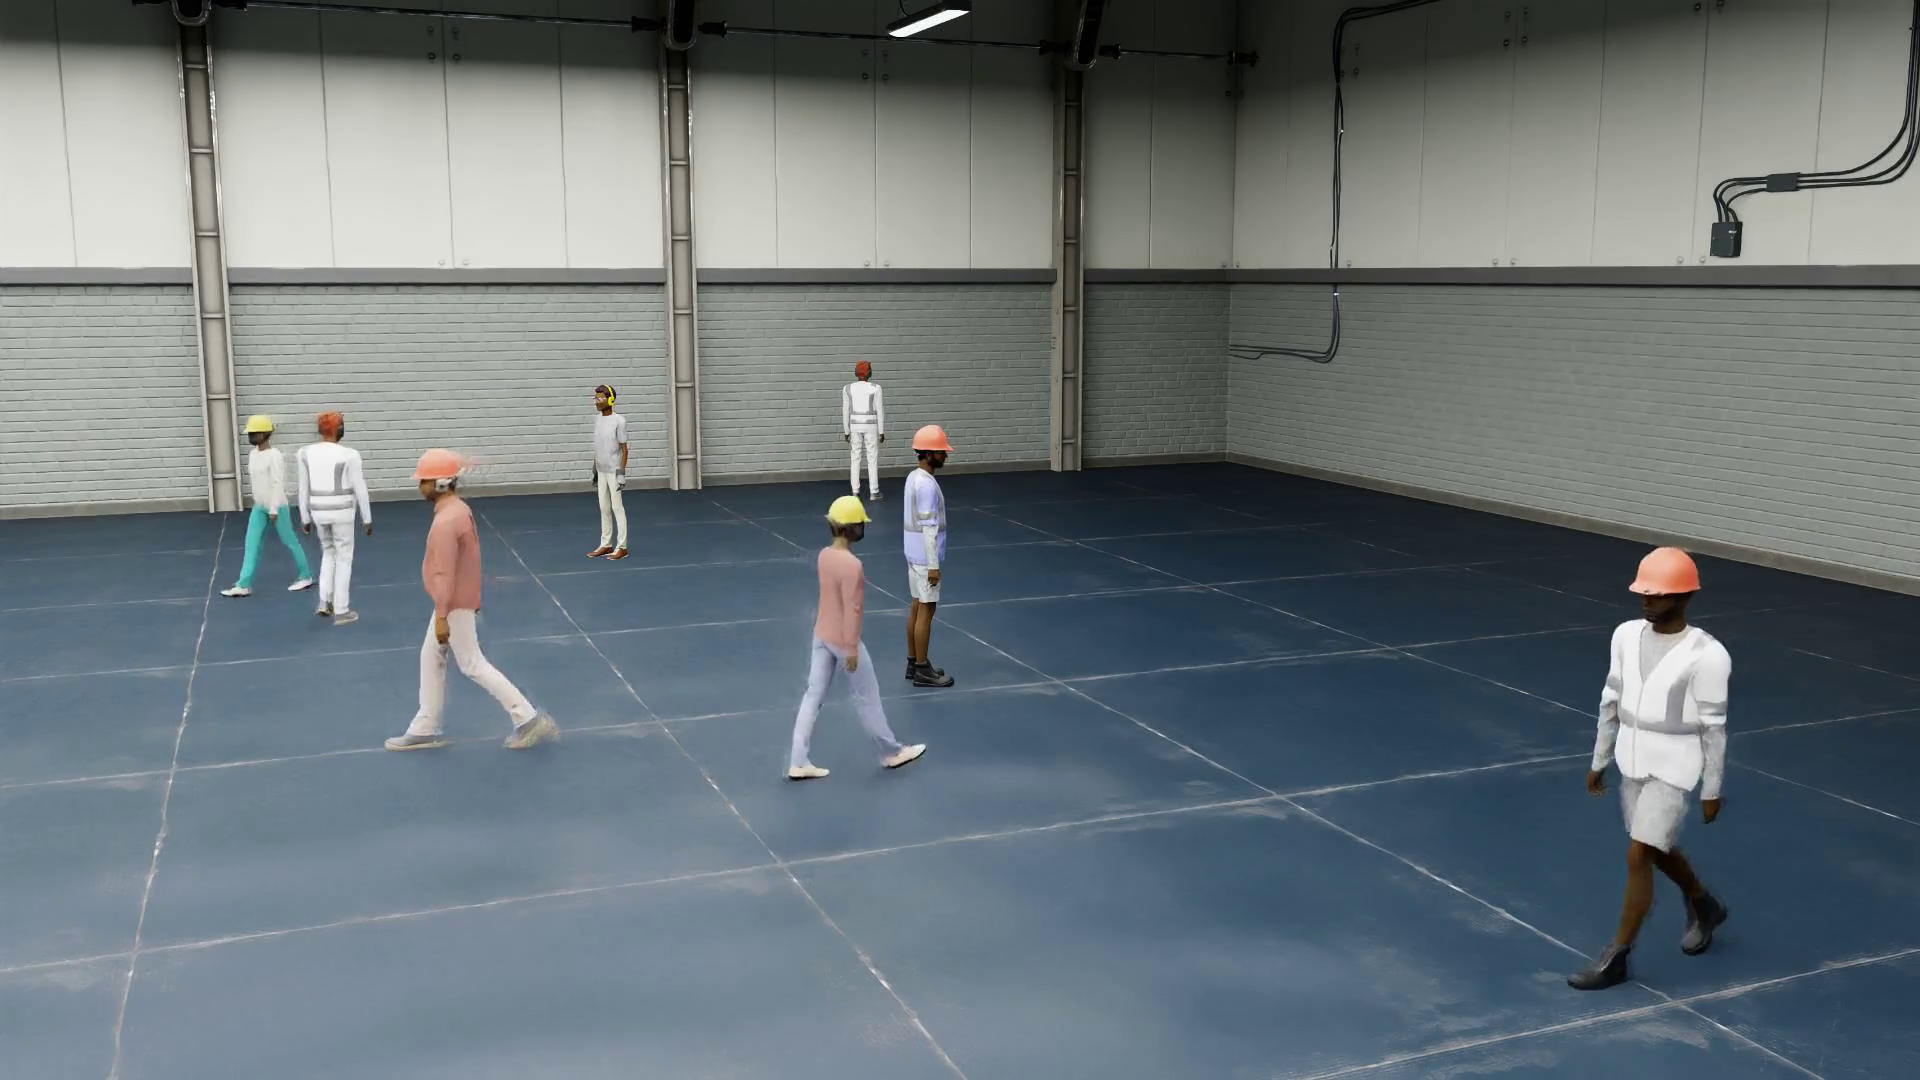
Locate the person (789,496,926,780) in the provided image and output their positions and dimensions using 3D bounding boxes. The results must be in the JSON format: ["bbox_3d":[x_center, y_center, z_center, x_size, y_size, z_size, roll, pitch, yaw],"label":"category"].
[{"bbox_3d":[-0.658,0.584,10.035,0.895,1.711,0.543,-5,11,-30],"label":"person"}]

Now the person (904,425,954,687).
[{"bbox_3d":[-0.225,0.116,12.314,0.366,1.935,0.552,-2,9,-13],"label":"person"}]

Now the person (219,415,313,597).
[{"bbox_3d":[-6.579,-0.326,15.761,0.538,1.712,0.899,6,11,35],"label":"person"}]

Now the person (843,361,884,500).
[{"bbox_3d":[-1.295,-1.477,22.487,0.573,1.883,0.355,2,9,13],"label":"person"}]

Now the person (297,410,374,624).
[{"bbox_3d":[-5.423,-0.197,14.484,0.592,1.870,0.426,2,9,12],"label":"person"}]

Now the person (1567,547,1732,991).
[{"bbox_3d":[3.051,0.955,7.177,0.945,1.909,0.552,-4,10,-25],"label":"person"}]

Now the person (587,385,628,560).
[{"bbox_3d":[-3.765,-0.724,17.797,0.517,1.873,0.328,7,11,38],"label":"person"}]

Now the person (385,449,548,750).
[{"bbox_3d":[-3.149,0.390,10.558,0.991,1.958,0.630,-2,9,-10],"label":"person"}]
